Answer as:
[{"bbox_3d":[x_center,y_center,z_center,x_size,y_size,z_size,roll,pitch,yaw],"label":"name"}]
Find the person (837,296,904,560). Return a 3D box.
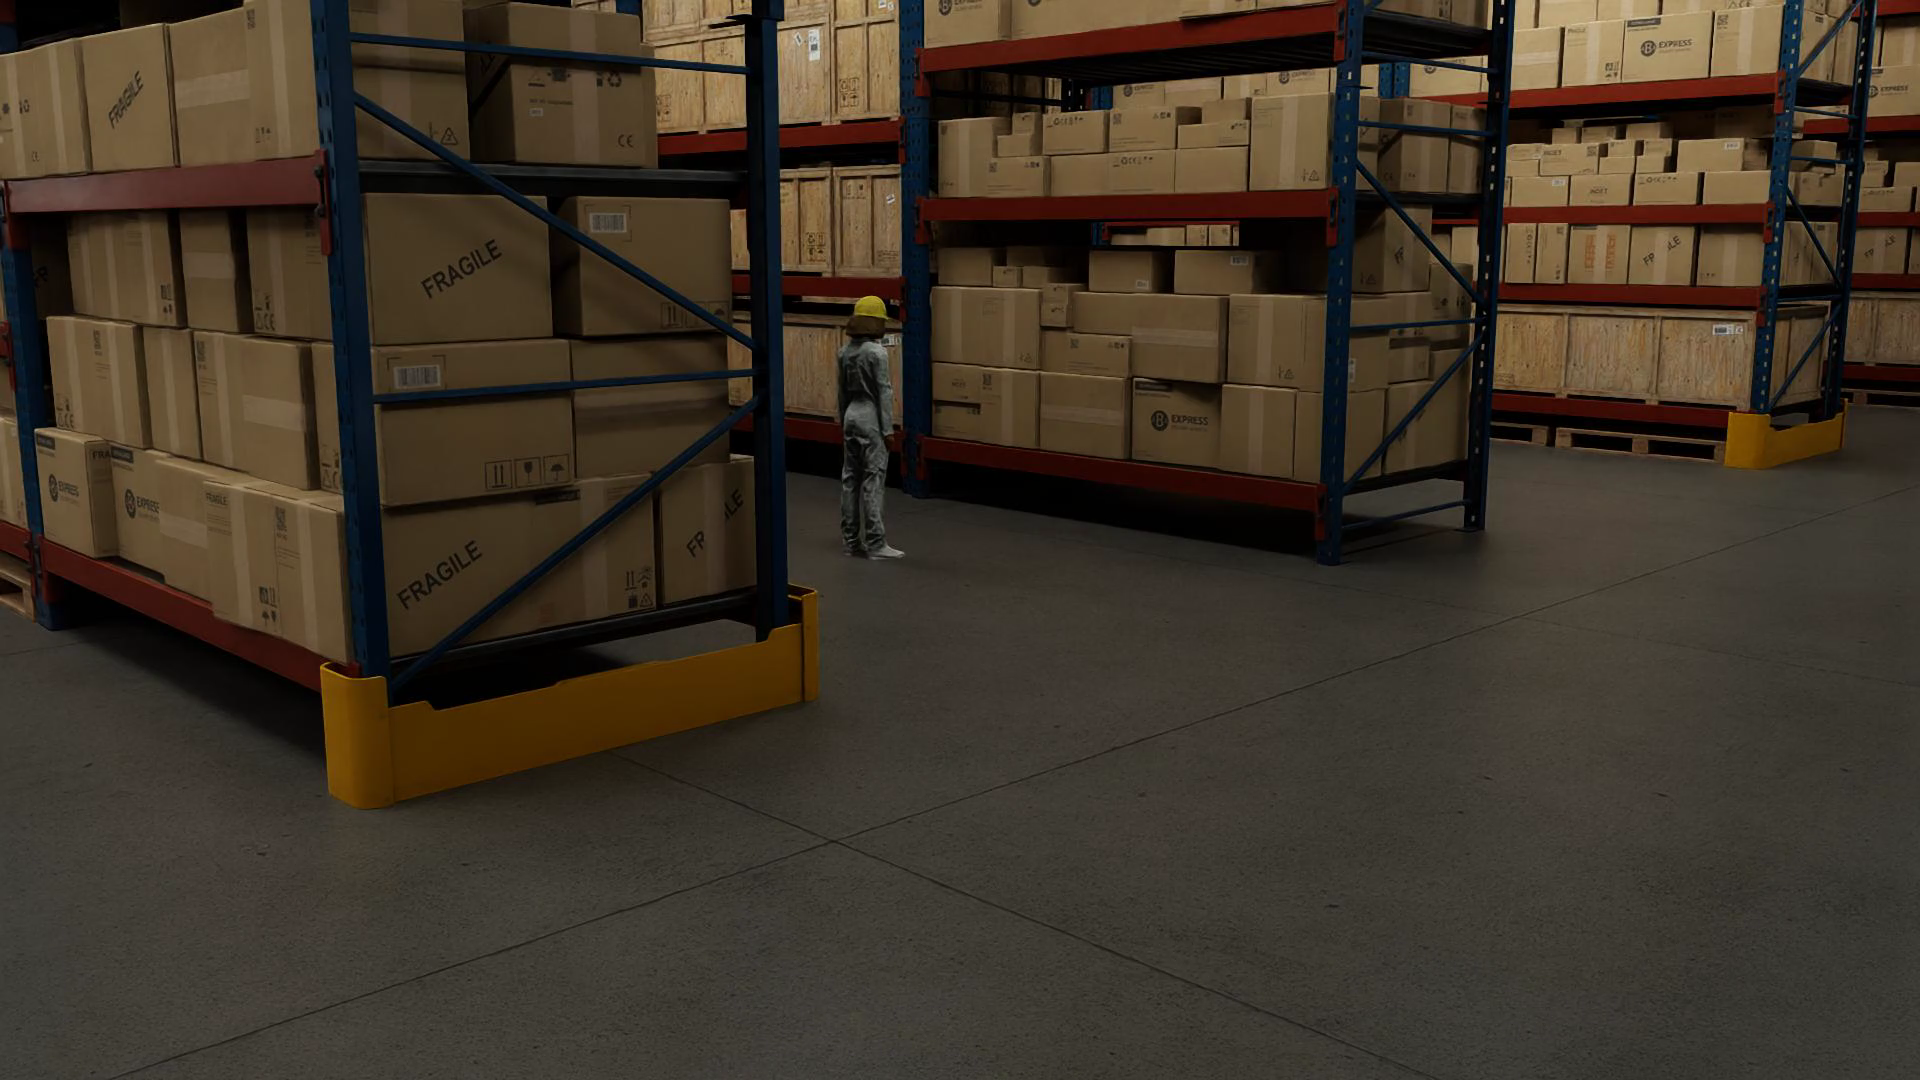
[{"bbox_3d":[-0.600,-0.740,11.016,0.311,1.735,0.484,-10,14,-43],"label":"person"}]
